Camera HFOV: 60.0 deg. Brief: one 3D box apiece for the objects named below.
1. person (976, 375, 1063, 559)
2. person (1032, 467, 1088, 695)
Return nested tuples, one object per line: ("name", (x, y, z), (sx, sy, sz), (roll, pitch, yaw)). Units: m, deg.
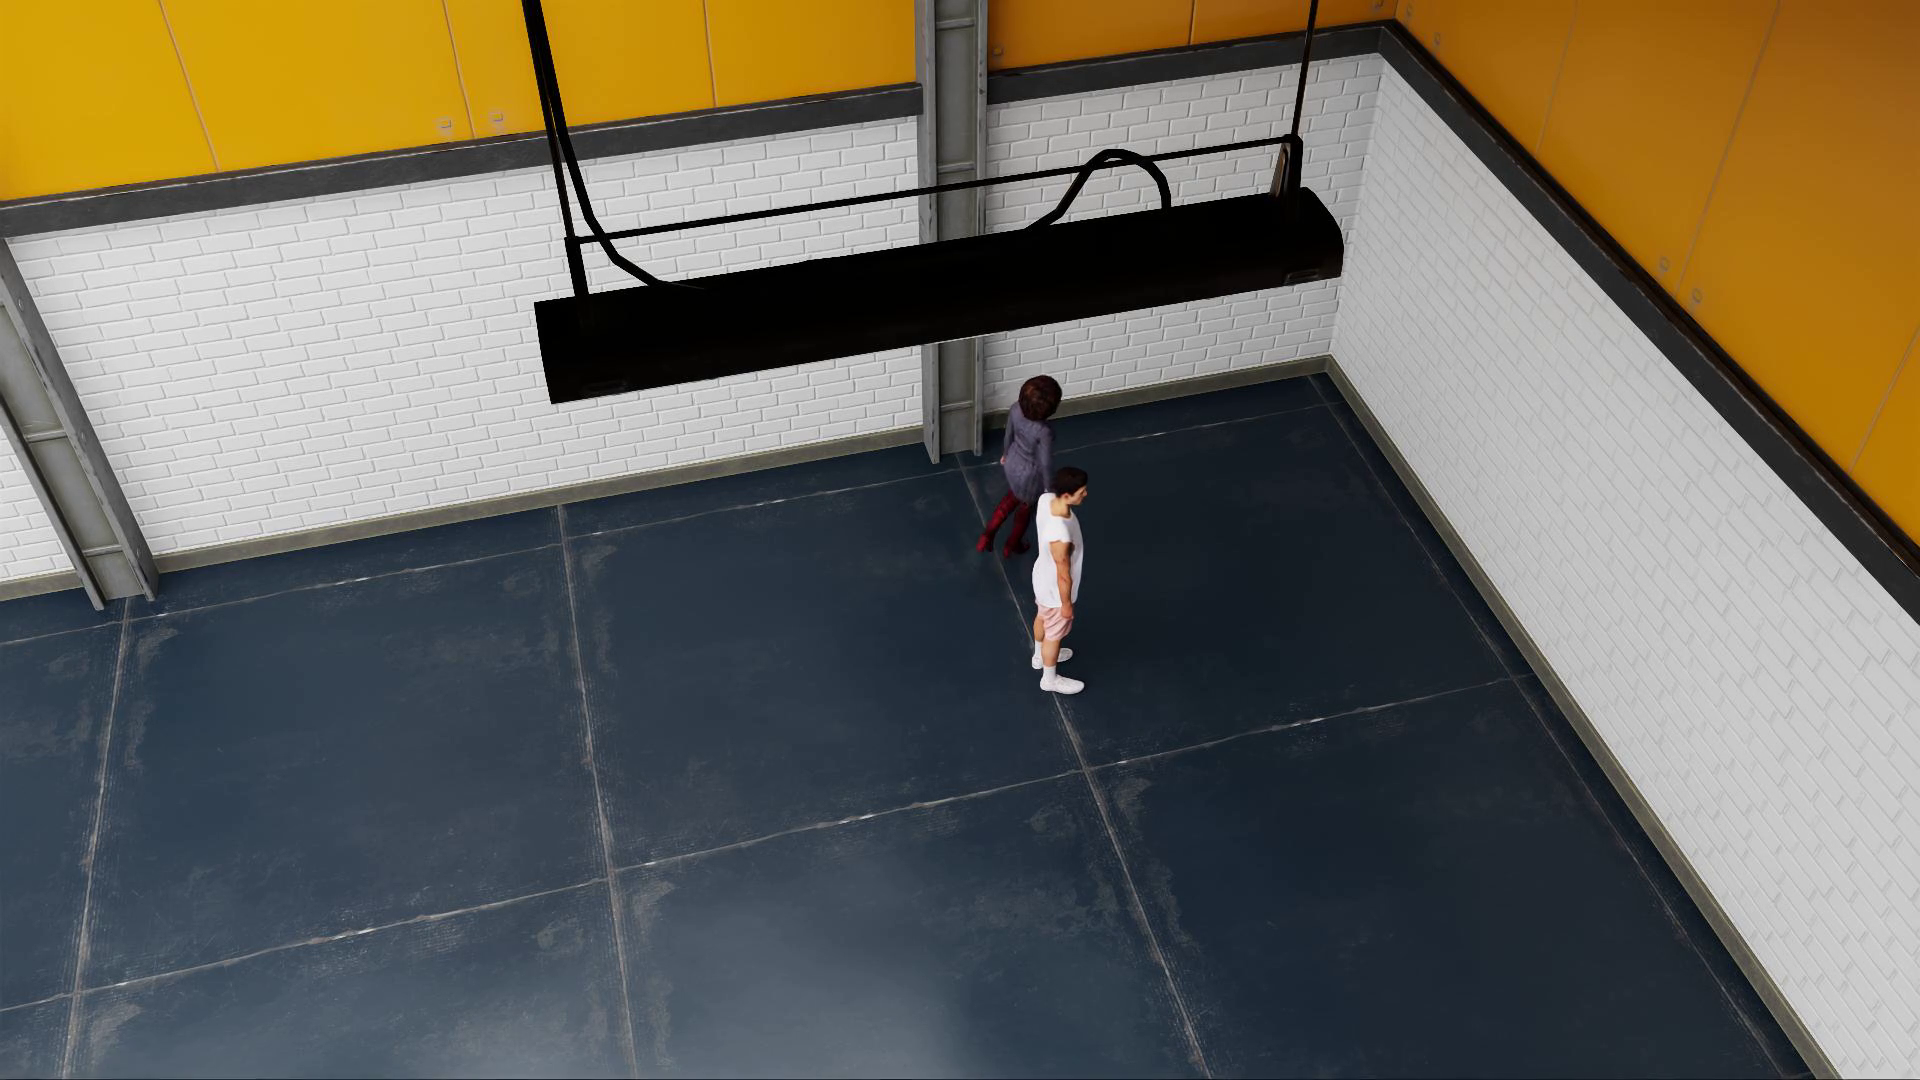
("person", (0.396, -0.414, 11.273), (0.822, 1.688, 0.774), (-34, 53, -30))
("person", (0.599, 0.249, 10.510), (0.591, 1.781, 0.655), (-7, 44, -7))
